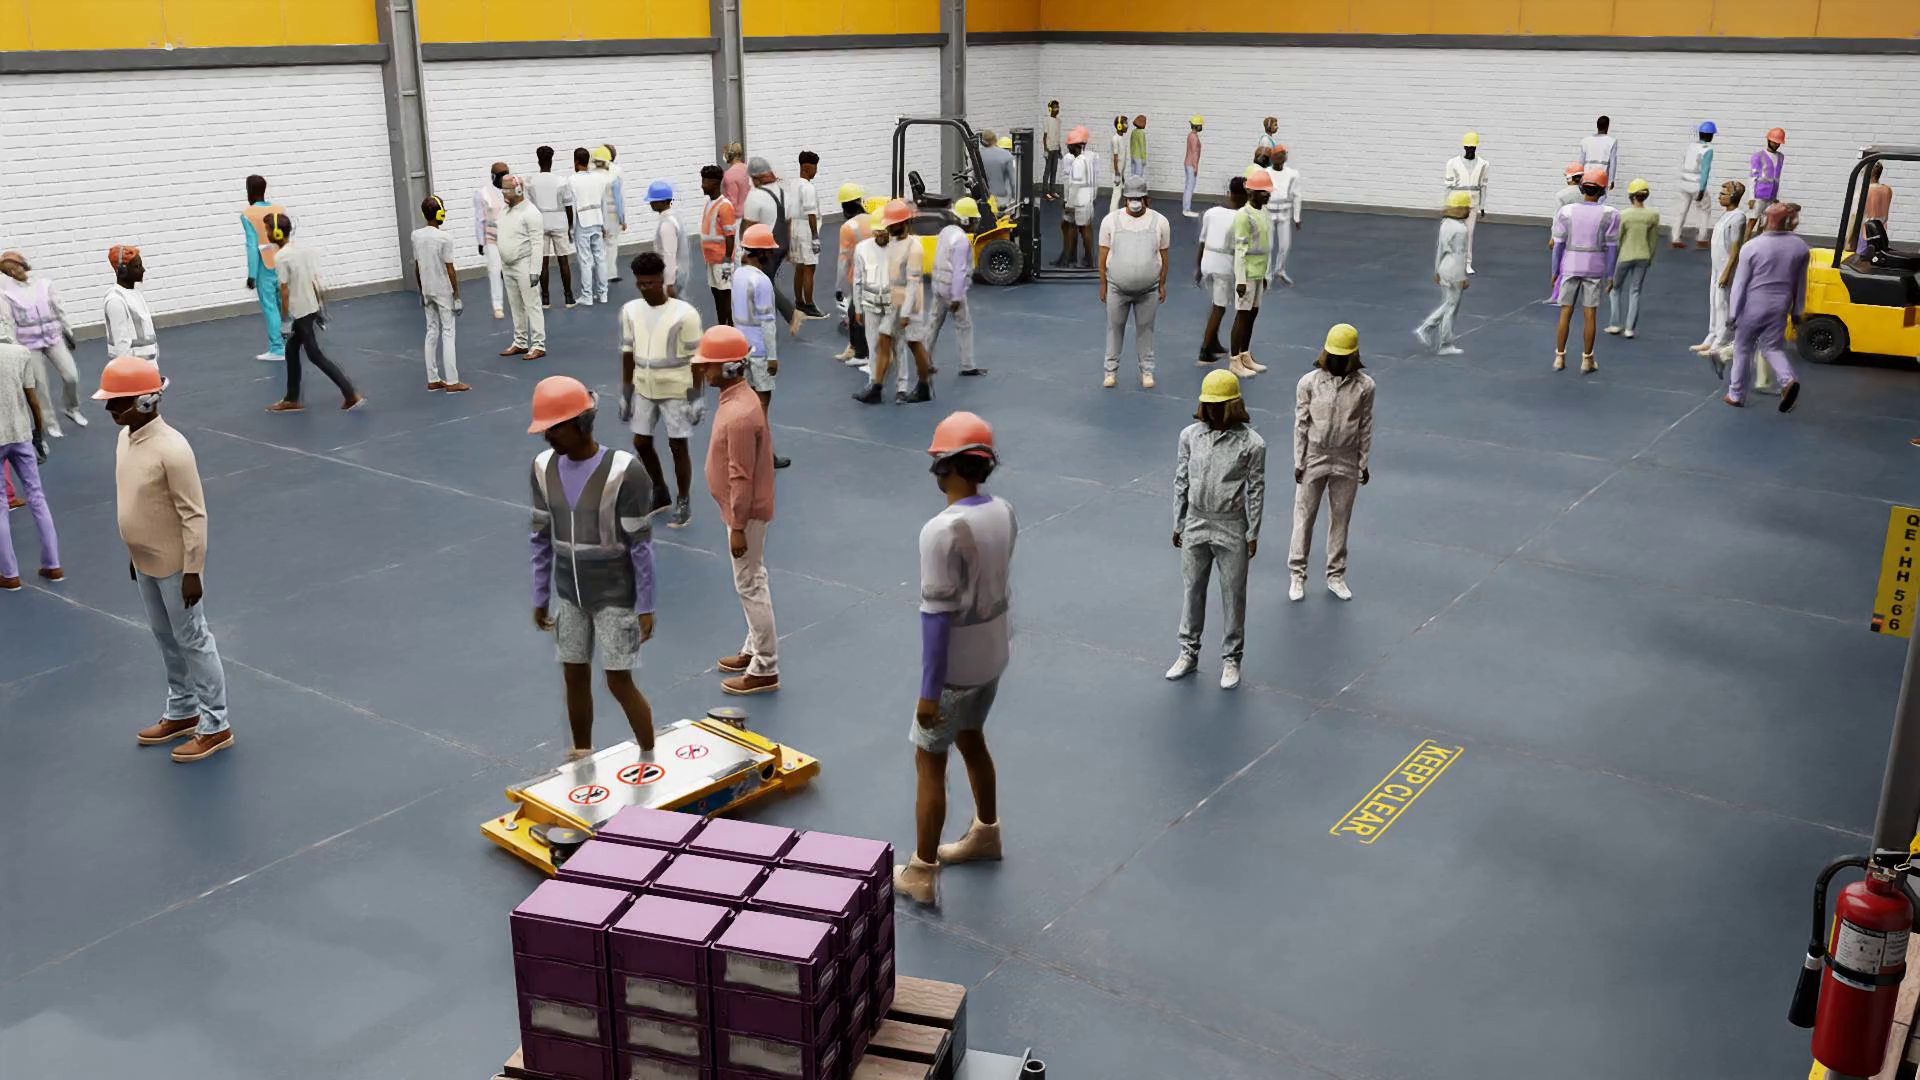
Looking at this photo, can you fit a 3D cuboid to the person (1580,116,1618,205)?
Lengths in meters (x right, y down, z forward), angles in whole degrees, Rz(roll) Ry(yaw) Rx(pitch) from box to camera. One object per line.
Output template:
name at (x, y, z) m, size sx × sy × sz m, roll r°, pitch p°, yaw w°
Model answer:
person at (10.170, -5.791, 26.569) m, size 0.590 × 1.919 × 0.392 m, roll 15°, pitch 23°, yaw 39°

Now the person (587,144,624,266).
person at (-4.911, -4.547, 22.915) m, size 0.606 × 1.778 × 0.874 m, roll -3°, pitch 18°, yaw -8°

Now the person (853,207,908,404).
person at (-0.702, -2.166, 15.397) m, size 0.596 × 1.818 × 0.403 m, roll 2°, pitch 18°, yaw 7°

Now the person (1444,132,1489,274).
person at (6.975, -4.645, 22.969) m, size 0.587 × 1.928 × 0.363 m, roll 0°, pitch 18°, yaw 1°

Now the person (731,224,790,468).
person at (-1.588, -1.535, 13.227) m, size 0.373 × 1.934 × 0.551 m, roll -11°, pitch 21°, yaw -31°

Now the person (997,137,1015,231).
person at (0.650, -4.972, 24.248) m, size 0.307 × 1.772 × 0.526 m, roll -11°, pitch 21°, yaw -32°

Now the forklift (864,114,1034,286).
forklift at (-0.171, -4.594, 22.377) m, size 2.313 × 2.155 × 1.214 m, roll 1°, pitch 18°, yaw 3°

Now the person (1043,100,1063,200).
person at (1.788, -7.487, 31.951) m, size 0.329 × 1.872 × 0.508 m, roll 15°, pitch 23°, yaw 38°

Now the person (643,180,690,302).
person at (-2.972, -2.642, 16.713) m, size 0.551 × 1.922 × 0.687 m, roll 0°, pitch 18°, yaw 0°

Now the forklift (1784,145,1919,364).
forklift at (9.803, -2.879, 17.013) m, size 2.313 × 2.155 × 1.214 m, roll 12°, pitch 21°, yaw 33°

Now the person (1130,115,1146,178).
person at (3.367, -7.181, 31.376) m, size 0.280 × 1.633 × 0.498 m, roll -7°, pitch 19°, yaw -20°

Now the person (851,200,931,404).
person at (-0.611, -2.141, 15.191) m, size 0.905 × 1.891 × 0.569 m, roll -11°, pitch 21°, yaw -30°

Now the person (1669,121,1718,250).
person at (11.225, -5.360, 25.219) m, size 0.771 × 1.919 × 0.629 m, roll -5°, pitch 18°, yaw -15°

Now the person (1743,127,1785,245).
person at (11.588, -4.950, 23.923) m, size 0.542 × 1.927 × 0.374 m, roll -6°, pitch 19°, yaw -19°

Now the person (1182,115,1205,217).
person at (4.126, -6.598, 29.354) m, size 0.338 × 1.757 × 0.519 m, roll -1°, pitch 18°, yaw -4°

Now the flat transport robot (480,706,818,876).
flat transport robot at (-1.393, 1.125, 7.599) m, size 0.652 × 0.197 × 1.431 m, roll 15°, pitch 23°, yaw 39°

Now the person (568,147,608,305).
person at (-4.611, -3.877, 20.583) m, size 0.392 × 1.919 × 0.591 m, roll 14°, pitch 22°, yaw 37°

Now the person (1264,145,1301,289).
person at (4.127, -4.241, 21.838) m, size 0.645 × 1.856 × 0.625 m, roll 0°, pitch 18°, yaw -1°

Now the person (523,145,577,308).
person at (-5.008, -3.815, 20.308) m, size 0.608 × 1.966 × 0.372 m, roll -3°, pitch 18°, yaw -8°

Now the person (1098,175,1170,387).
person at (1.669, -2.477, 16.005) m, size 0.687 × 2.000 × 0.538 m, roll 1°, pitch 18°, yaw 2°

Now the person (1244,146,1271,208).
person at (3.915, -4.244, 21.867) m, size 0.430 × 1.835 × 0.625 m, roll -1°, pitch 18°, yaw -4°

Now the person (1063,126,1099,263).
person at (1.727, -4.969, 23.958) m, size 0.544 × 1.943 × 0.347 m, roll -7°, pitch 19°, yaw -20°

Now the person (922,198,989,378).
person at (-0.091, -2.469, 16.427) m, size 0.671 × 1.785 × 0.601 m, roll -7°, pitch 19°, yaw -22°

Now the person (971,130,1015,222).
person at (0.483, -4.882, 23.764) m, size 0.699 × 1.902 × 0.383 m, roll 6°, pitch 19°, yaw 18°

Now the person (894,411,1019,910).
person at (-0.012, 0.478, 6.811) m, size 0.418 × 2.021 × 0.645 m, roll 10°, pitch 20°, yaw 29°

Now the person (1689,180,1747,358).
person at (7.988, -2.833, 17.434) m, size 0.345 × 1.846 × 0.508 m, roll 3°, pitch 18°, yaw 9°

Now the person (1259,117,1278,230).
person at (5.080, -6.053, 27.505) m, size 0.341 × 1.845 × 0.511 m, roll 3°, pitch 18°, yaw 8°

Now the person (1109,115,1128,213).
person at (2.627, -6.027, 27.378) m, size 0.329 × 1.876 × 0.508 m, roll 4°, pitch 18°, yaw 11°

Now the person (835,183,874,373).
person at (-1.057, -2.606, 16.641) m, size 0.715 × 1.890 × 0.611 m, roll 10°, pitch 20°, yaw 28°

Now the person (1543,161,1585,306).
person at (7.509, -3.778, 20.538) m, size 0.573 × 1.750 × 0.329 m, roll -8°, pitch 19°, yaw -23°
